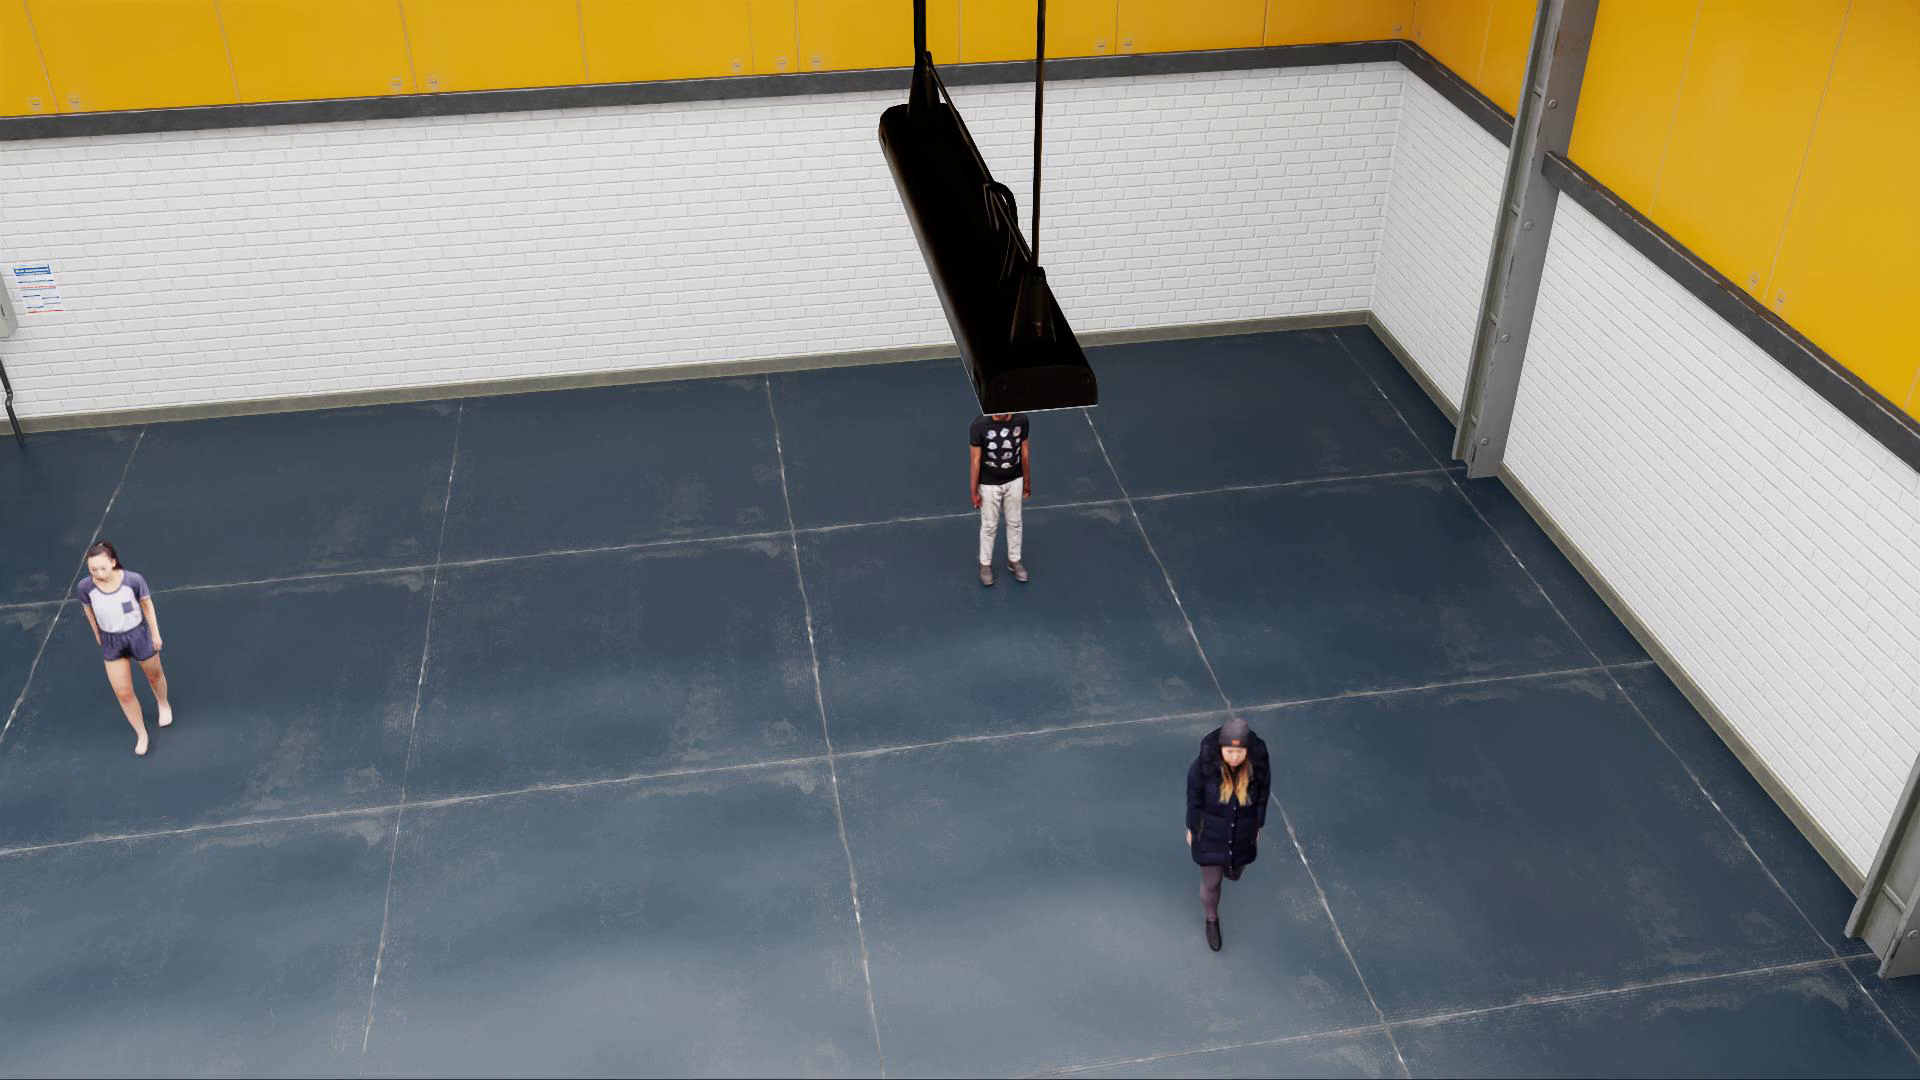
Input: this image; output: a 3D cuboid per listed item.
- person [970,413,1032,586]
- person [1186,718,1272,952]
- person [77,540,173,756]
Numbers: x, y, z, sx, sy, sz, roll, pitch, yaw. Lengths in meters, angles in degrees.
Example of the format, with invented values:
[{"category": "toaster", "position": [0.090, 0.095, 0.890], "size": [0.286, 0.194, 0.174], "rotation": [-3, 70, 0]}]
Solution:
[{"category": "person", "position": [0.323, -0.476, 13.420], "size": [0.681, 1.801, 0.639], "rotation": [-9, 35, -13]}, {"category": "person", "position": [1.615, 1.727, 10.230], "size": [0.749, 1.662, 0.959], "rotation": [0, 34, 0]}, {"category": "person", "position": [-5.911, 0.673, 11.846], "size": [0.664, 1.628, 0.834], "rotation": [-11, 35, -16]}]
